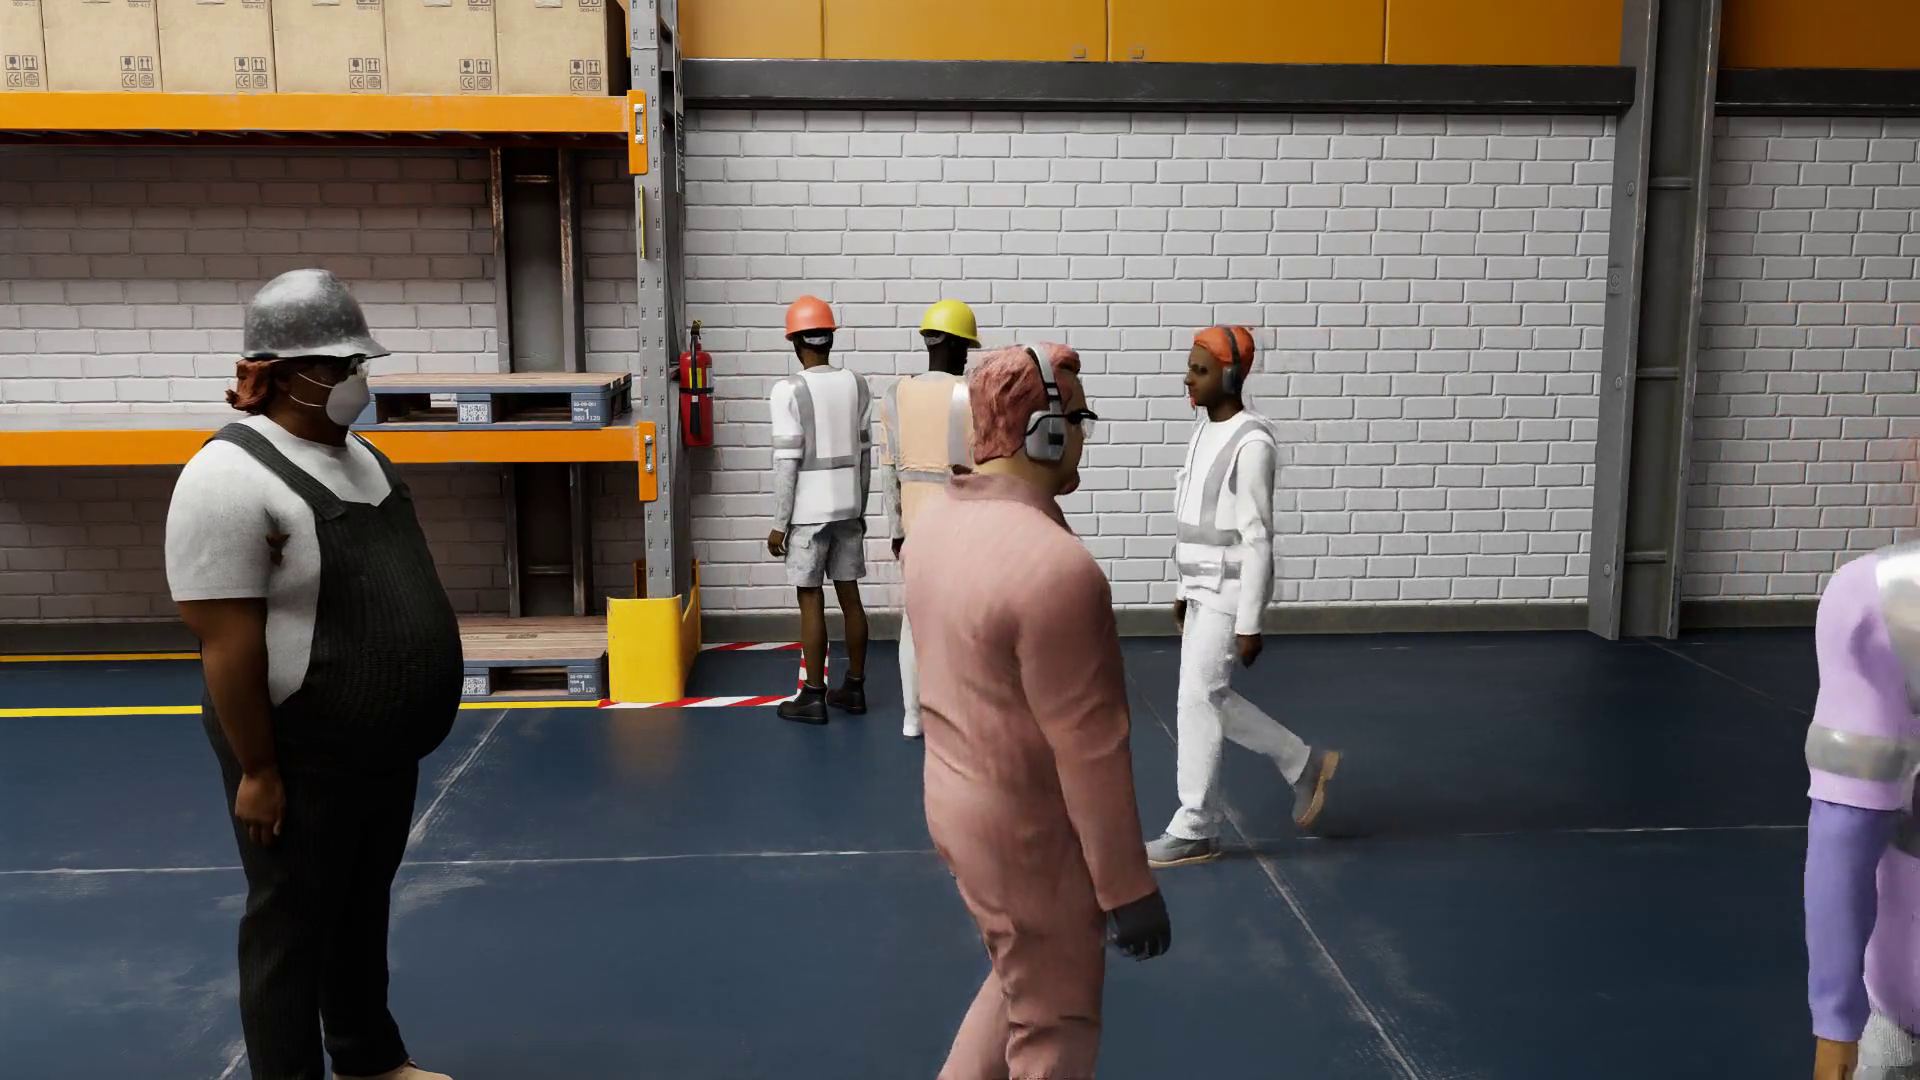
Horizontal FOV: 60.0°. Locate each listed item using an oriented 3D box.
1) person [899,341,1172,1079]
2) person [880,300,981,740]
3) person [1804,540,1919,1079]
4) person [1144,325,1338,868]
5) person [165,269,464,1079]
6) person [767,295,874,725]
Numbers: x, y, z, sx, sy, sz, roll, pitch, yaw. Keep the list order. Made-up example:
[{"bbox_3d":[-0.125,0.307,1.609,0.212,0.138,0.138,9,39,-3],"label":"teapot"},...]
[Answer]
[{"bbox_3d":[0.149,0.569,3.226,0.455,1.903,0.672,-3,10,-18],"label":"person"},{"bbox_3d":[-0.065,-0.068,7.171,0.585,1.917,0.382,6,11,33],"label":"person"},{"bbox_3d":[1.595,0.625,2.551,0.619,2.003,0.961,4,10,21],"label":"person"},{"bbox_3d":[0.954,0.195,5.698,0.718,1.864,0.588,-1,9,-7],"label":"person"},{"bbox_3d":[-1.390,0.414,3.760,0.537,2.000,0.682,1,9,8],"label":"person"},{"bbox_3d":[-0.644,-0.131,7.530,0.542,1.930,0.375,-8,12,-41],"label":"person"}]
